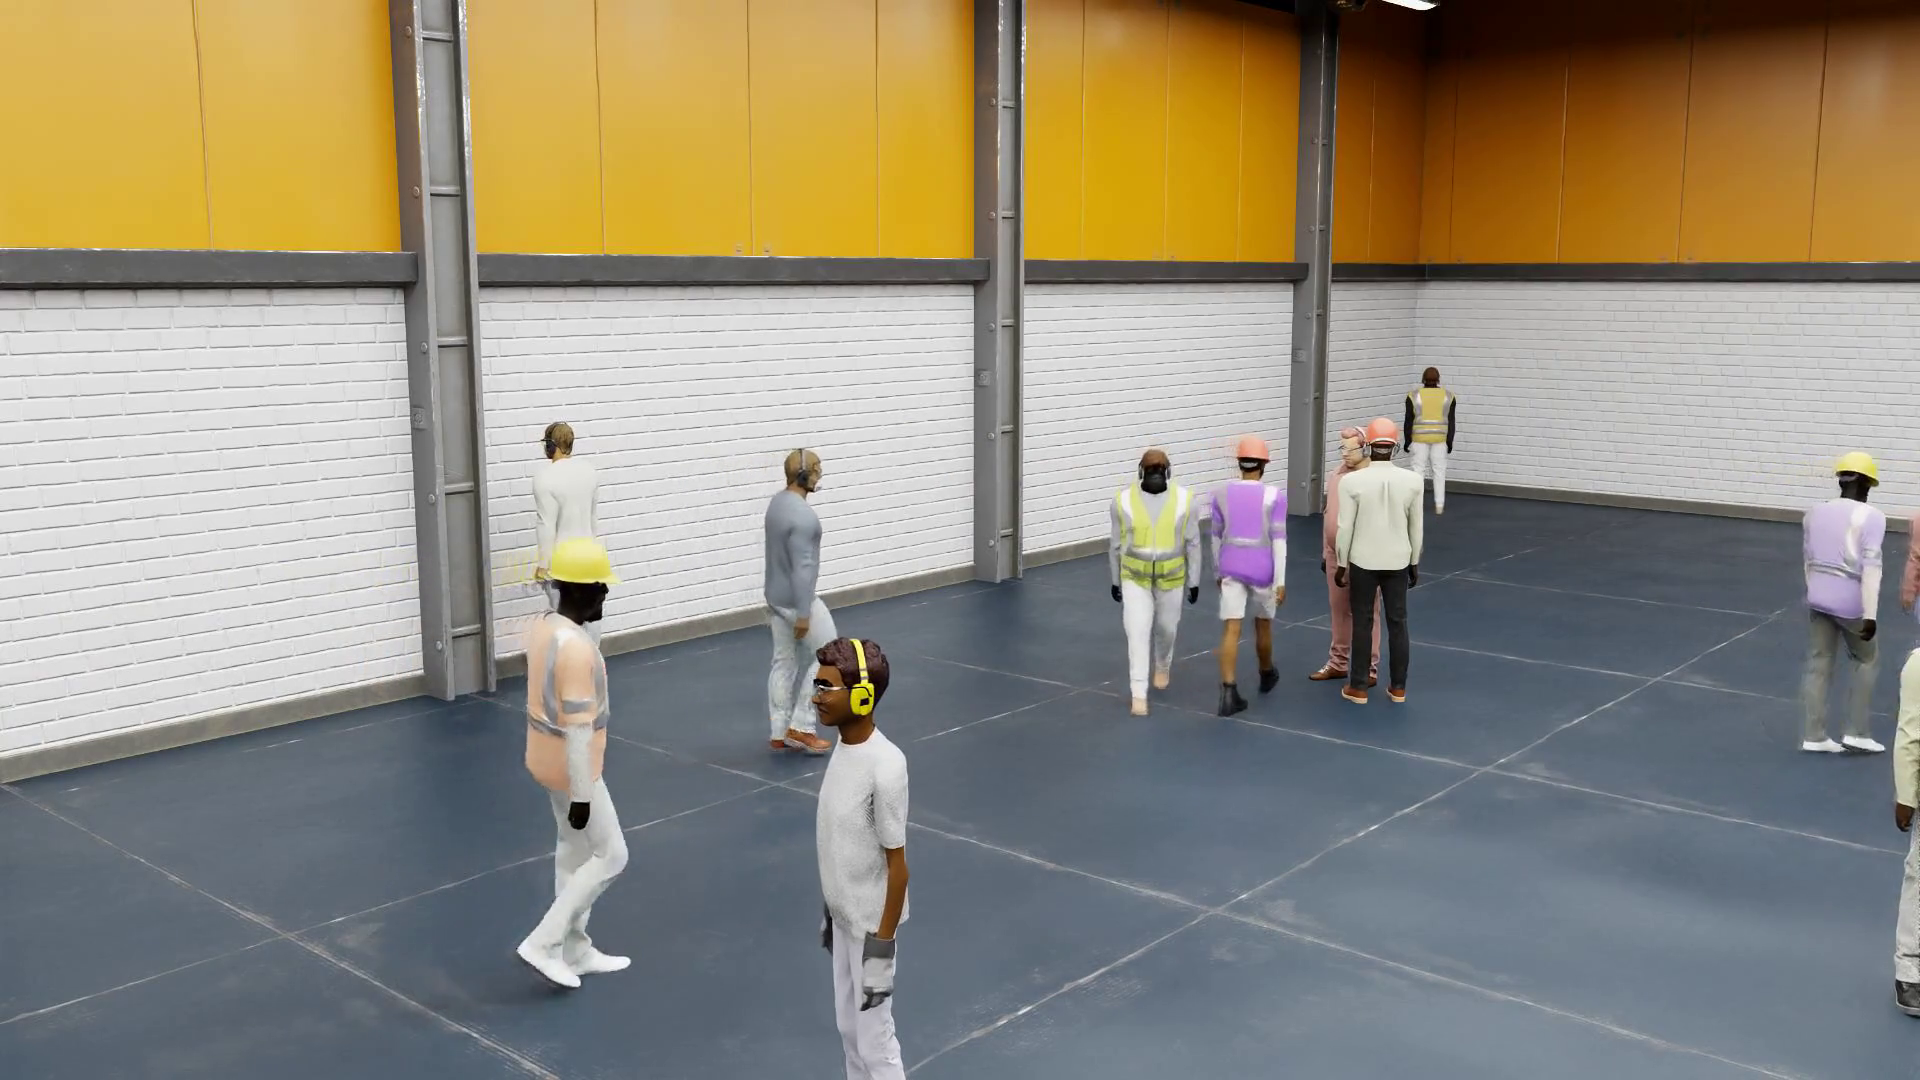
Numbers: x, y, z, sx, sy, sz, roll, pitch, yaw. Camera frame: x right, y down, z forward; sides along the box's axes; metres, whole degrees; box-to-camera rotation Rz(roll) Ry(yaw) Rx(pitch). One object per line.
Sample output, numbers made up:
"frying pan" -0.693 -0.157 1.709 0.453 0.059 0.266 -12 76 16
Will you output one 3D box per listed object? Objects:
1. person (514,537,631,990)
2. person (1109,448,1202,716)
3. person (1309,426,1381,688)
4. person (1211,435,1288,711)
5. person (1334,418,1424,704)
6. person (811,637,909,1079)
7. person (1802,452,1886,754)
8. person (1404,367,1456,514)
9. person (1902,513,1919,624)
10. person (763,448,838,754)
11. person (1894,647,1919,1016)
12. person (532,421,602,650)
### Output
"person" -1.602 0.934 6.926 0.422 1.913 0.586 -5 10 -27
"person" 1.353 0.245 11.587 0.632 1.816 0.889 1 9 4
"person" 2.832 0.126 12.006 0.408 1.903 0.638 -5 11 -31
"person" 2.006 0.216 11.540 0.556 1.870 1.038 4 10 23
"person" 2.903 0.148 11.579 0.612 1.993 0.394 0 9 -3
"person" -0.328 1.220 5.229 0.328 1.873 0.517 -4 10 -22
"person" 5.521 0.403 10.340 0.631 1.879 0.645 -3 10 -20
"person" 5.850 -1.239 20.764 0.633 1.841 0.429 1 9 4
"person" 6.463 0.374 10.867 0.535 1.754 0.360 0 9 -2
"person" -0.982 0.384 10.302 0.503 1.920 0.643 -4 10 -26
"person" 4.052 1.014 6.642 0.592 1.832 0.404 2 9 9
"person" -2.831 0.115 11.955 0.379 1.940 0.629 5 10 27
